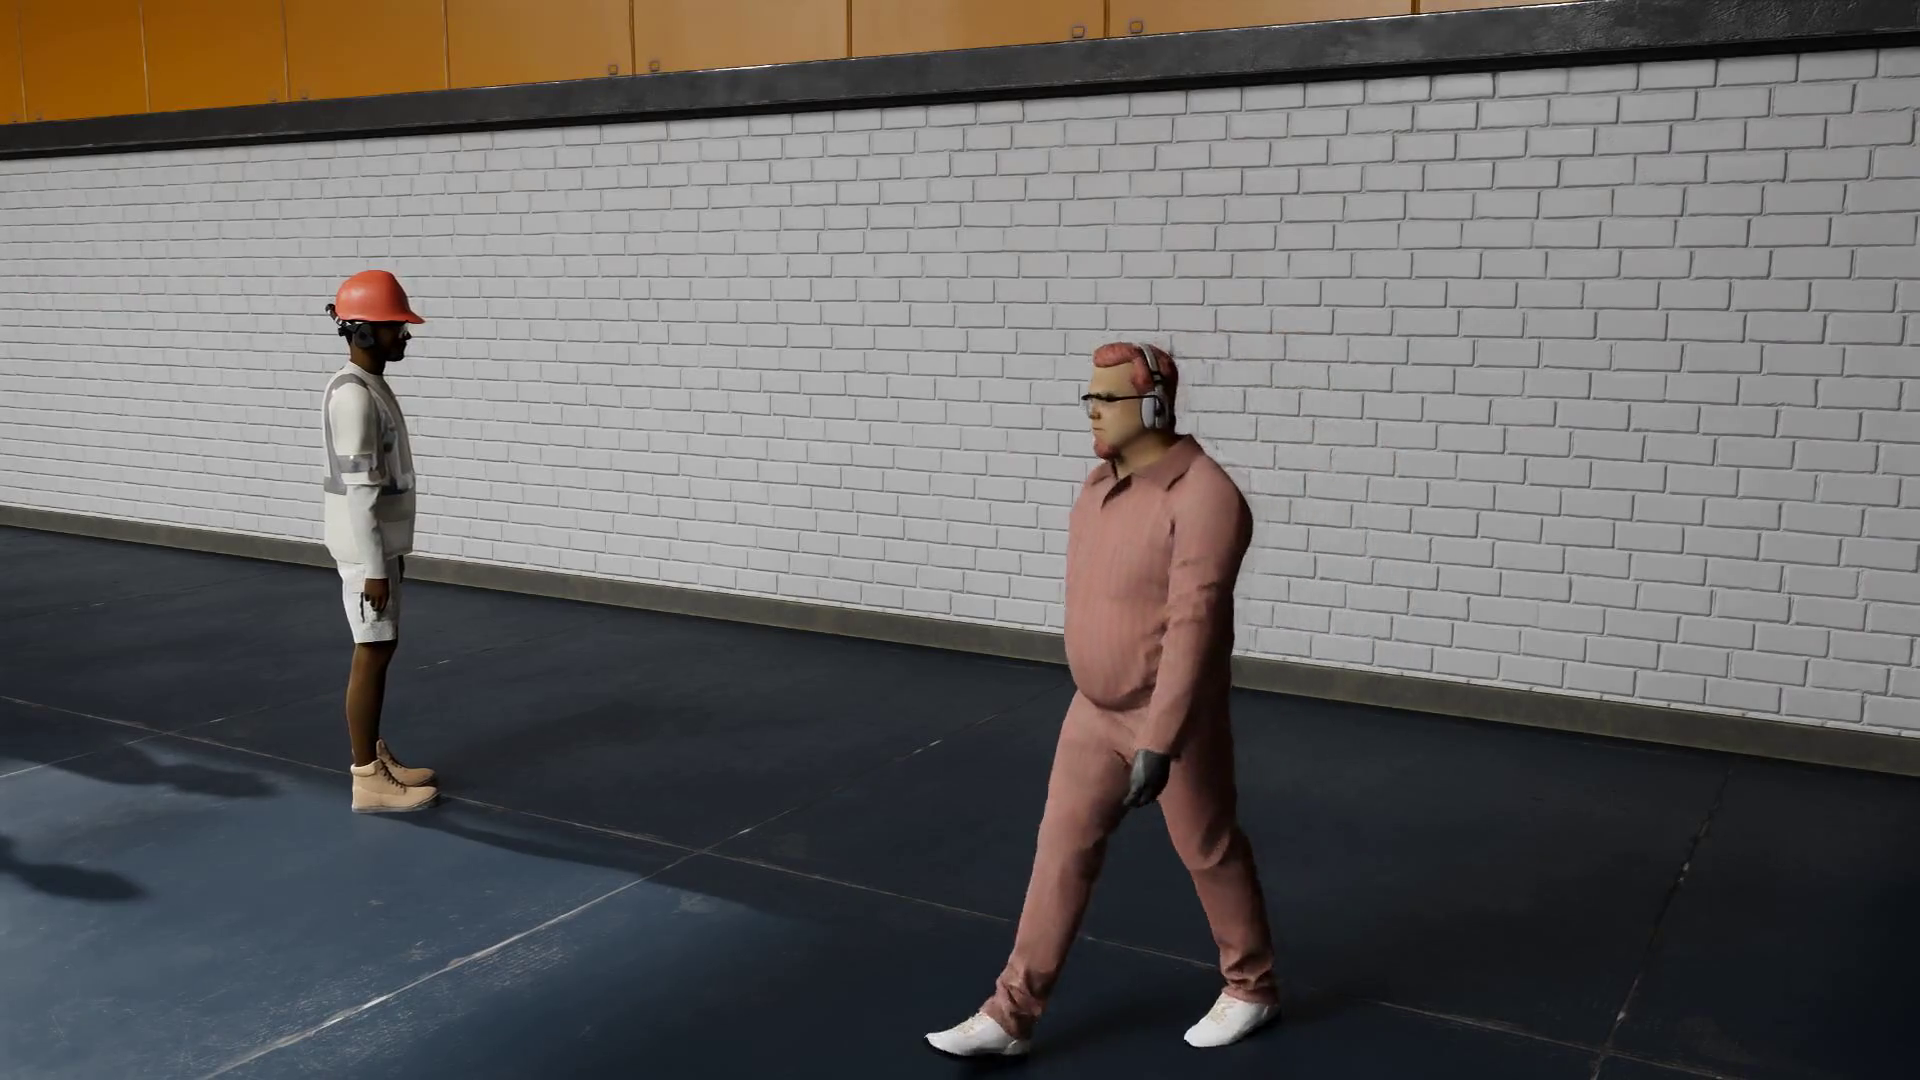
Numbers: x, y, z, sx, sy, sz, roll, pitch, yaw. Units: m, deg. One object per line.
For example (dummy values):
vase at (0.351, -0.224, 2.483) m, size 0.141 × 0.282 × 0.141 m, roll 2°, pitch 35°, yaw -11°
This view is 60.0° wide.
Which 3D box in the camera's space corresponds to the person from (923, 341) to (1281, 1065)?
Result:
person at (0.427, 0.434, 4.198) m, size 0.999 × 1.855 × 0.640 m, roll -6°, pitch 11°, yaw -32°

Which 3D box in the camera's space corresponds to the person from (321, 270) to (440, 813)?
person at (-2.173, 0.018, 6.254) m, size 0.396 × 2.039 × 0.607 m, roll -2°, pitch 9°, yaw -15°
